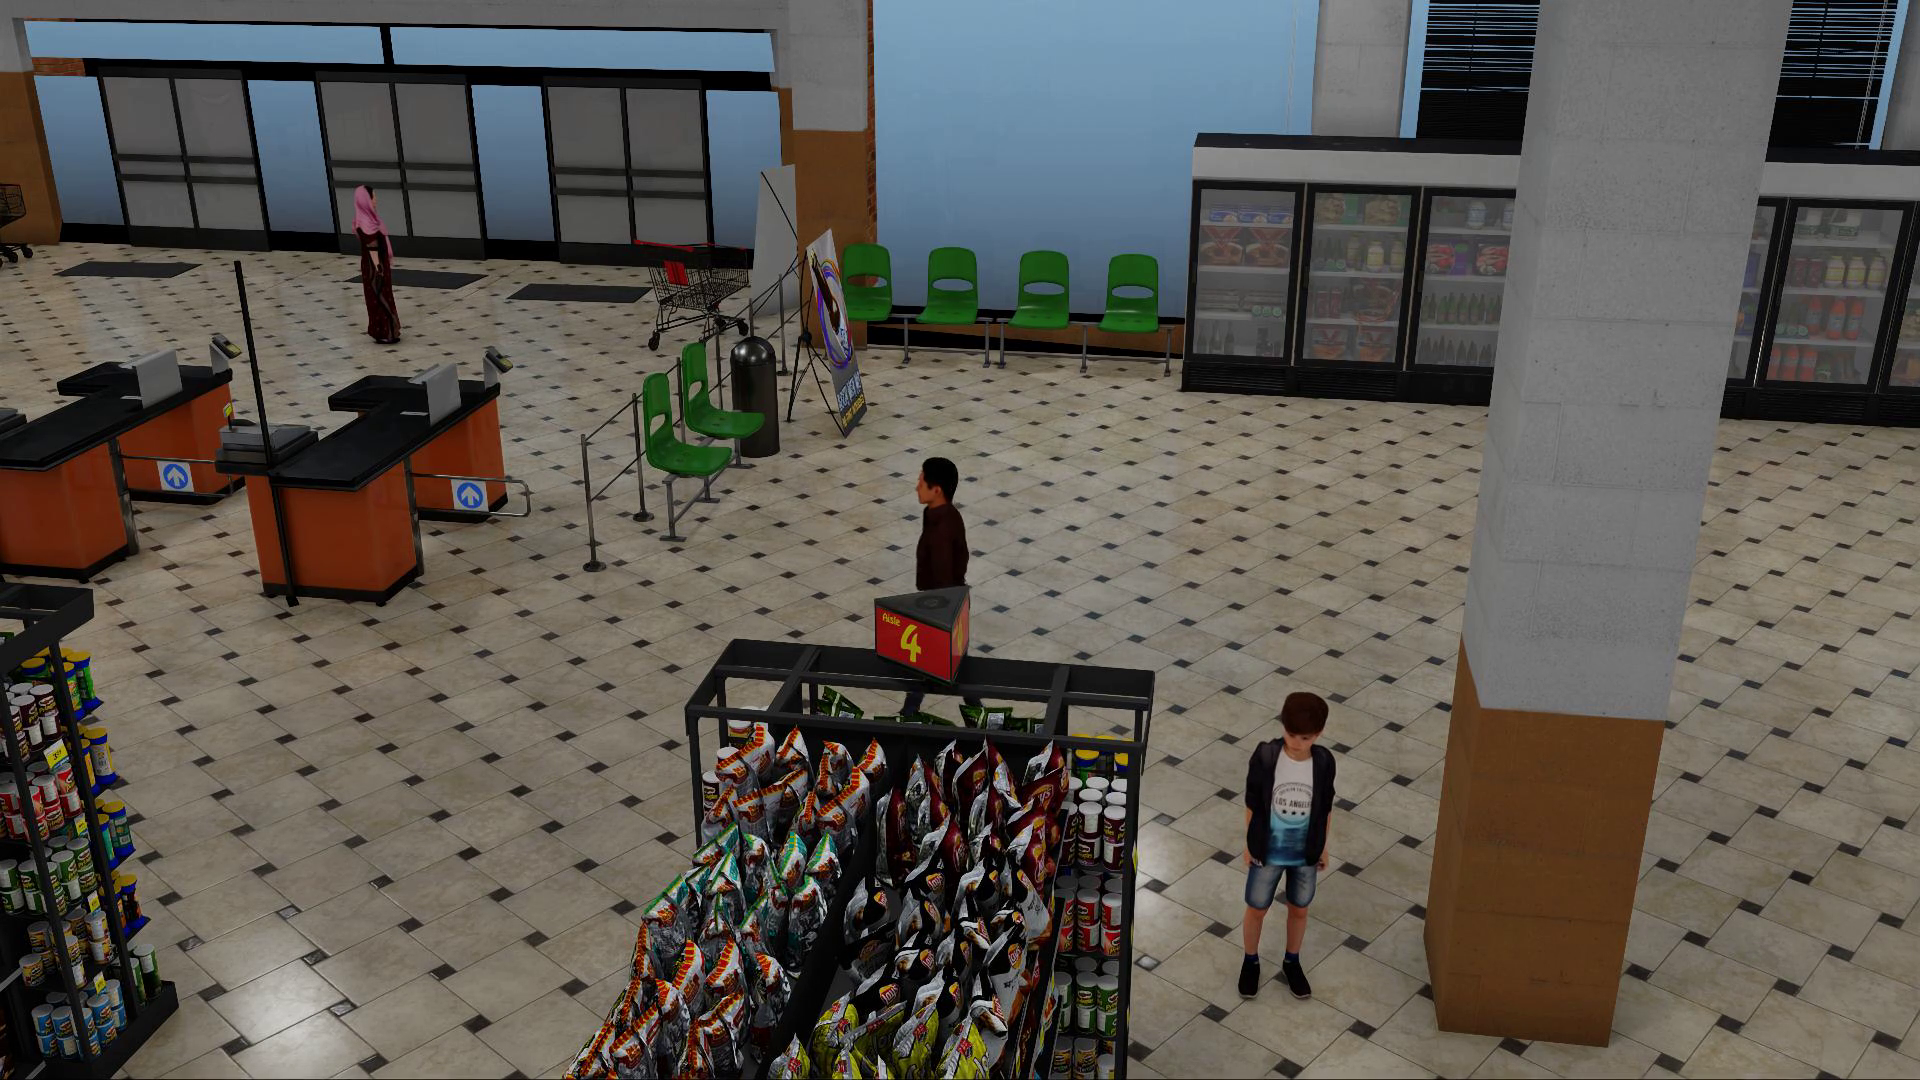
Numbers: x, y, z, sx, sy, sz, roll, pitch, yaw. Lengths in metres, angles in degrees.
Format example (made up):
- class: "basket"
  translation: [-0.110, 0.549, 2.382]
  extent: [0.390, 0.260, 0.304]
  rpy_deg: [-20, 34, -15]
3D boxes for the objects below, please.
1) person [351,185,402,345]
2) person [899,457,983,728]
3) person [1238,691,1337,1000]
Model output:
- class: "person"
  translation: [-6.077, -2.863, 17.270]
  extent: [0.818, 1.637, 0.702]
  rpy_deg: [-6, 23, -16]
- class: "person"
  translation: [0.003, 0.412, 8.963]
  extent: [0.784, 1.754, 0.909]
  rpy_deg: [1, 22, 3]
- class: "person"
  translation: [1.405, 1.301, 7.158]
  extent: [0.569, 1.450, 0.563]
  rpy_deg: [0, 22, 0]
